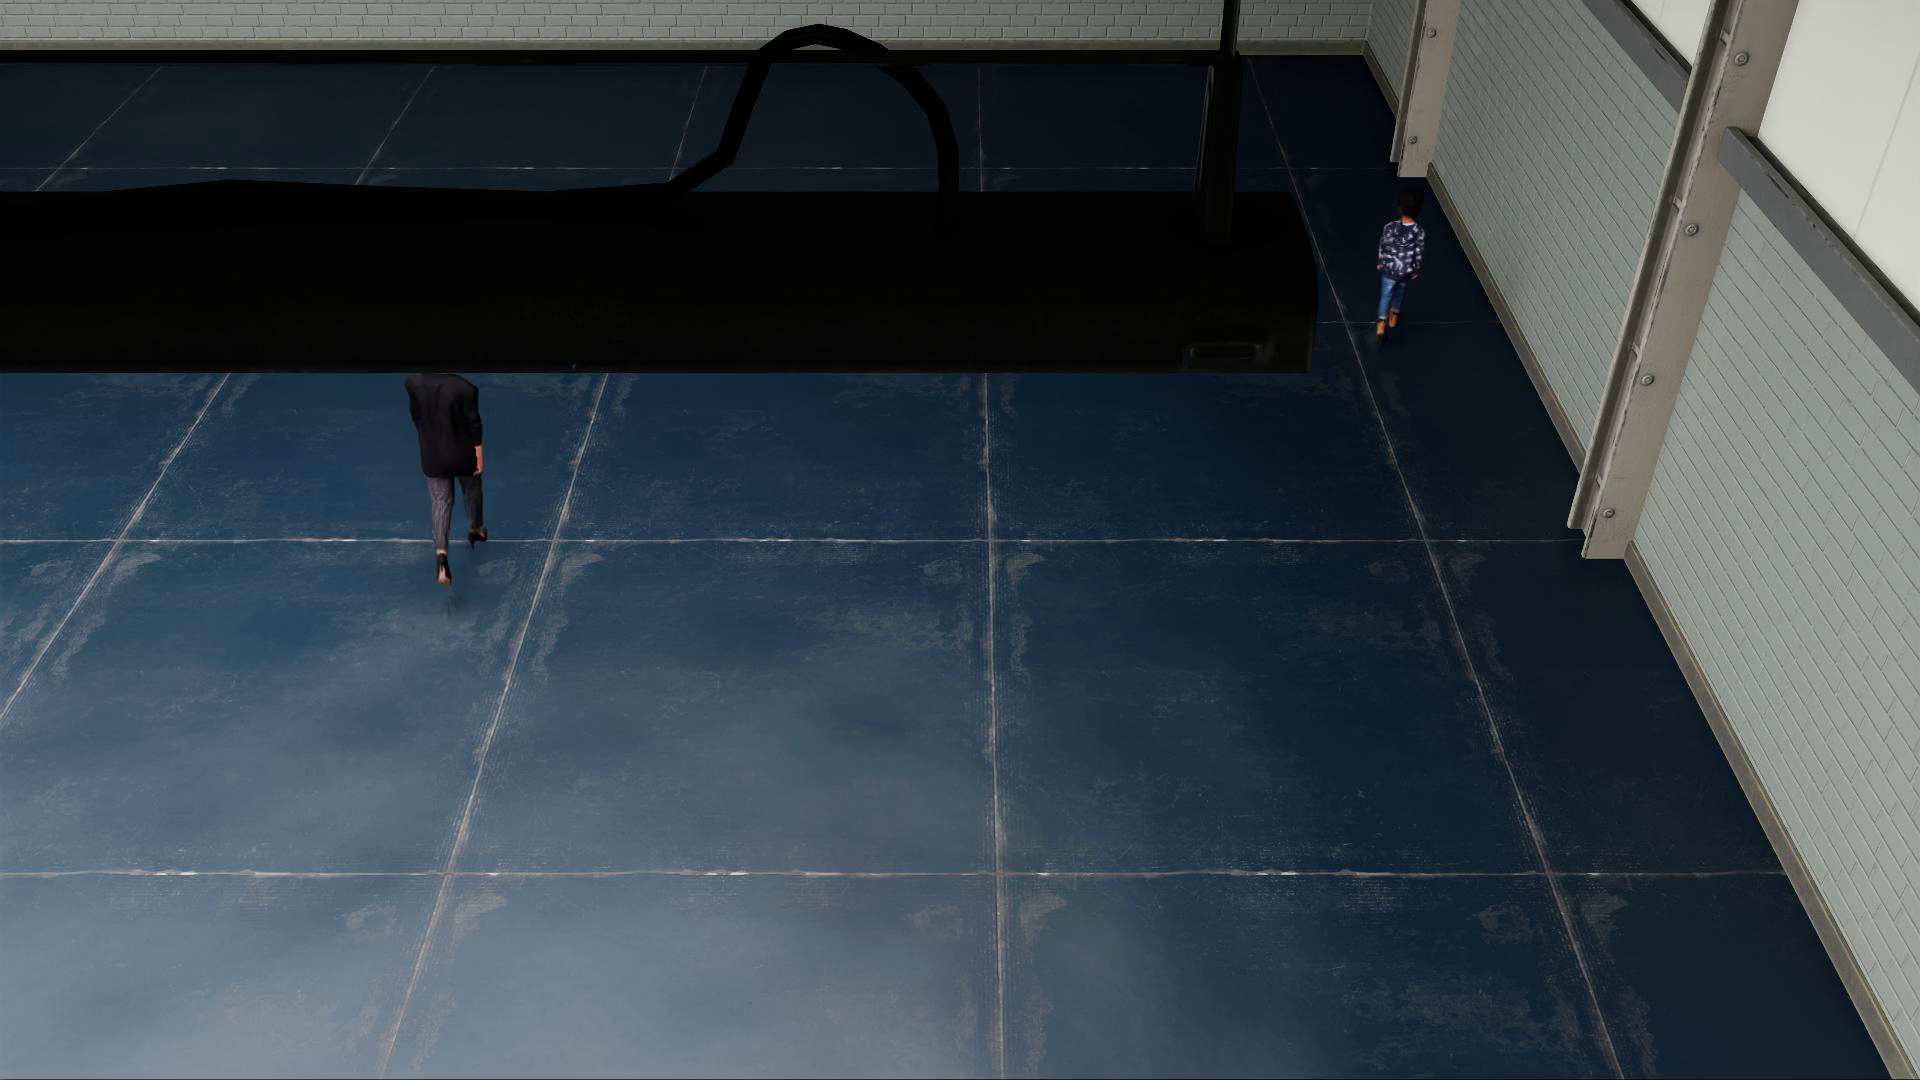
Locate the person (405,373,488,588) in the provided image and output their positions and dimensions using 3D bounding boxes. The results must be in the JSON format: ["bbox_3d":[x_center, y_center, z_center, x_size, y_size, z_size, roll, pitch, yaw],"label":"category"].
[{"bbox_3d":[-3.291,-0.480,10.683,0.661,1.686,1.046,1,37,2],"label":"person"}]

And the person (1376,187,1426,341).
[{"bbox_3d":[3.498,-2.185,13.300,0.590,1.233,0.845,8,38,10],"label":"person"}]
